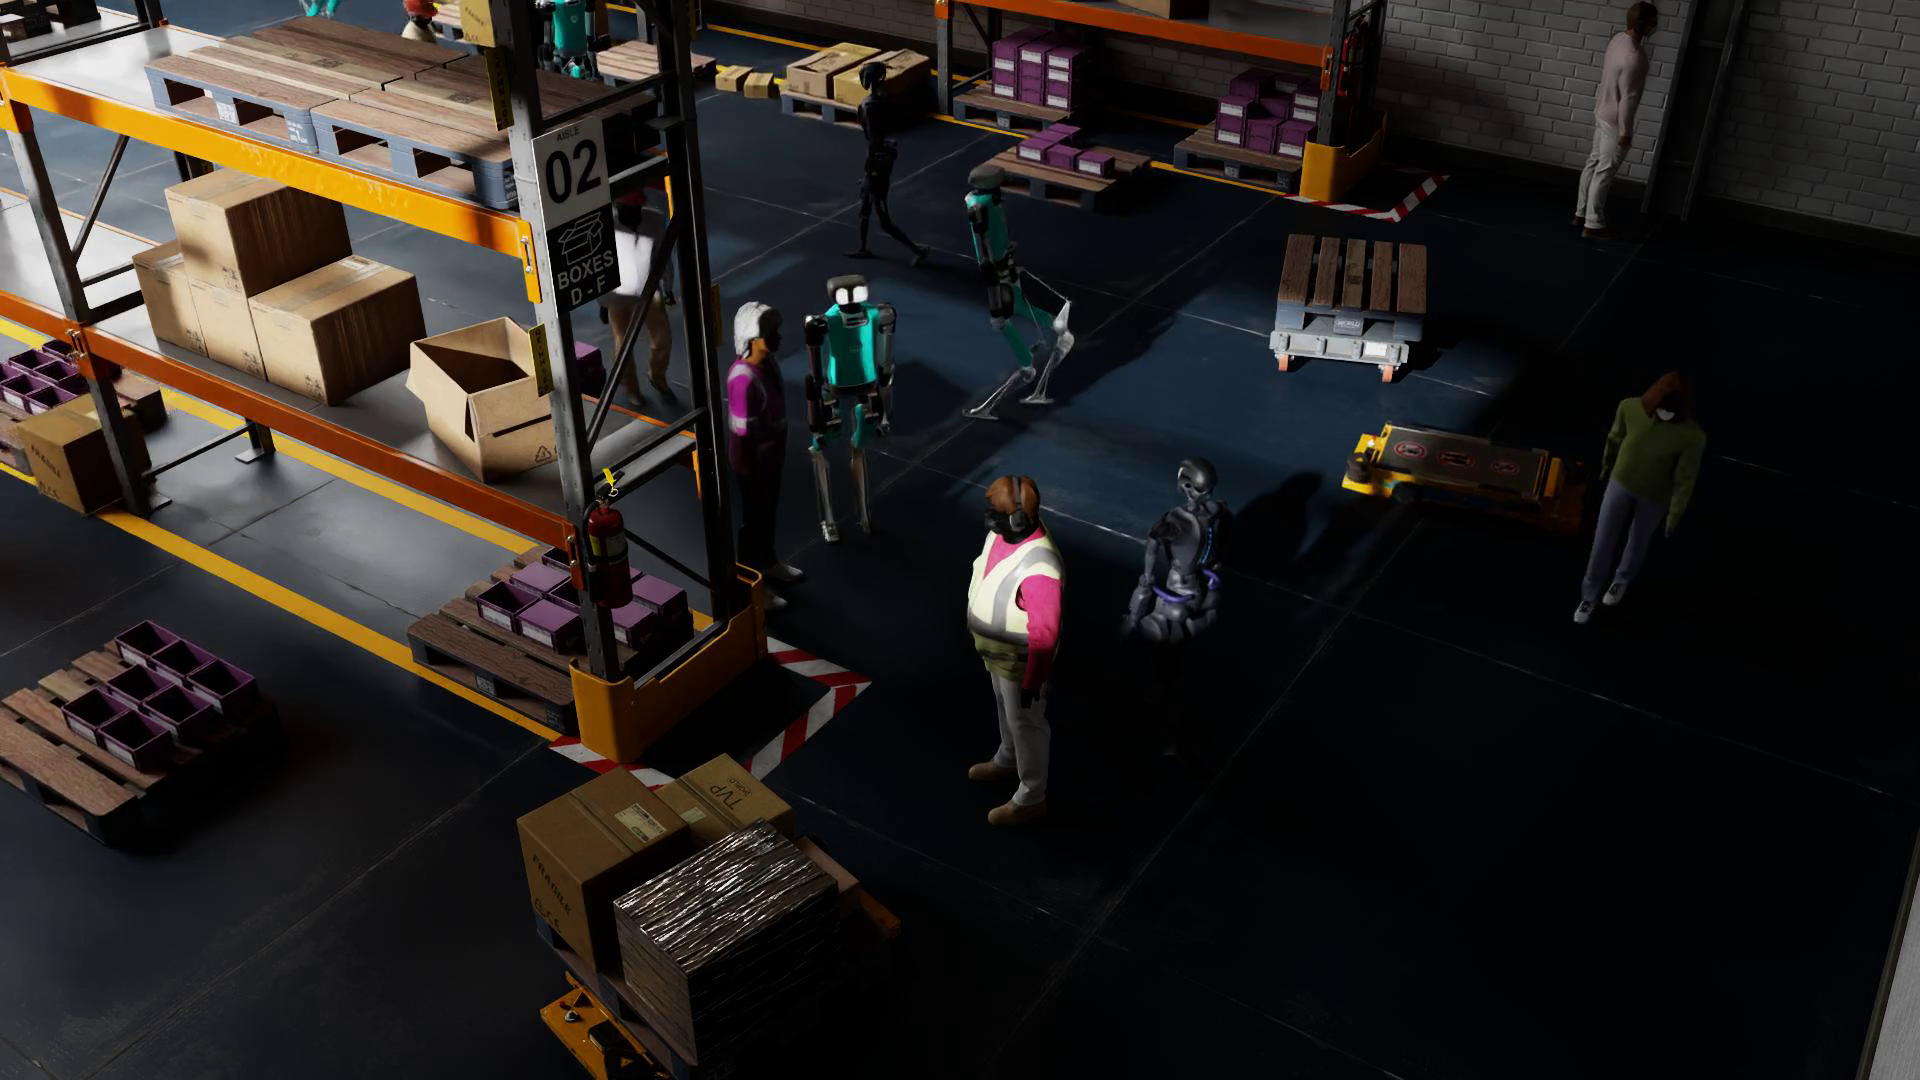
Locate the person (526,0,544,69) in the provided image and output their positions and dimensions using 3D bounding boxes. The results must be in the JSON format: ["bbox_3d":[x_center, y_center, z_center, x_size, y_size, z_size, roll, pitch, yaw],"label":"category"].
[{"bbox_3d":[-3.696,-3.849,14.280,0.941,1.916,0.493,-3,33,-4],"label":"person"}]

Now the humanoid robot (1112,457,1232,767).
[{"bbox_3d":[1.037,0.323,8.113,0.601,1.644,0.611,-22,39,-30],"label":"humanoid robot"}]

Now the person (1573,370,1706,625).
[{"bbox_3d":[3.693,-0.243,9.020,0.522,1.585,0.656,23,39,31],"label":"person"}]

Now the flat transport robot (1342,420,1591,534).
[{"bbox_3d":[3.198,-0.407,10.498,1.431,0.231,0.659,13,35,19],"label":"flat transport robot"}]

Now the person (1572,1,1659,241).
[{"bbox_3d":[5.380,-3.433,13.619,0.360,1.938,0.634,2,33,3],"label":"person"}]

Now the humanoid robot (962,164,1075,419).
[{"bbox_3d":[0.441,-1.594,10.992,0.901,1.759,0.532,6,34,10],"label":"humanoid robot"}]

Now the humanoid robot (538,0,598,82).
[{"bbox_3d":[-3.597,-4.296,15.007,0.533,1.677,0.735,-26,41,-33],"label":"humanoid robot"}]

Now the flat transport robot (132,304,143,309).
[{"bbox_3d":[-6.047,-1.869,12.746,1.431,0.231,0.659,20,38,28],"label":"flat transport robot"}]

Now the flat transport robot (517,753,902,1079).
[{"bbox_3d":[-0.999,1.806,7.097,1.431,0.231,0.659,-26,41,-34],"label":"flat transport robot"}]

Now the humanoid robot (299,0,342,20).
[{"bbox_3d":[-6.792,-5.861,17.592,0.901,1.835,0.556,23,39,31],"label":"humanoid robot"}]

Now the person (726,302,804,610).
[{"bbox_3d":[-1.092,-0.461,9.146,0.345,1.838,0.508,6,34,10],"label":"person"}]

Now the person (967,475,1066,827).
[{"bbox_3d":[0.245,0.504,7.657,0.429,1.841,0.632,-8,34,-12],"label":"person"}]

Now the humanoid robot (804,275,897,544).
[{"bbox_3d":[-0.691,-0.797,9.750,0.530,1.770,0.702,-12,35,-18],"label":"humanoid robot"}]

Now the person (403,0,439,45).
[{"bbox_3d":[-4.771,-4.024,14.724,0.577,1.719,0.583,-1,33,-1],"label":"person"}]

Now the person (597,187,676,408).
[{"bbox_3d":[-2.164,-1.657,11.092,0.569,1.722,0.507,-16,36,-23],"label":"person"}]

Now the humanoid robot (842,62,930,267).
[{"bbox_3d":[-0.603,-2.958,13.176,0.737,1.653,0.613,3,33,5],"label":"humanoid robot"}]
